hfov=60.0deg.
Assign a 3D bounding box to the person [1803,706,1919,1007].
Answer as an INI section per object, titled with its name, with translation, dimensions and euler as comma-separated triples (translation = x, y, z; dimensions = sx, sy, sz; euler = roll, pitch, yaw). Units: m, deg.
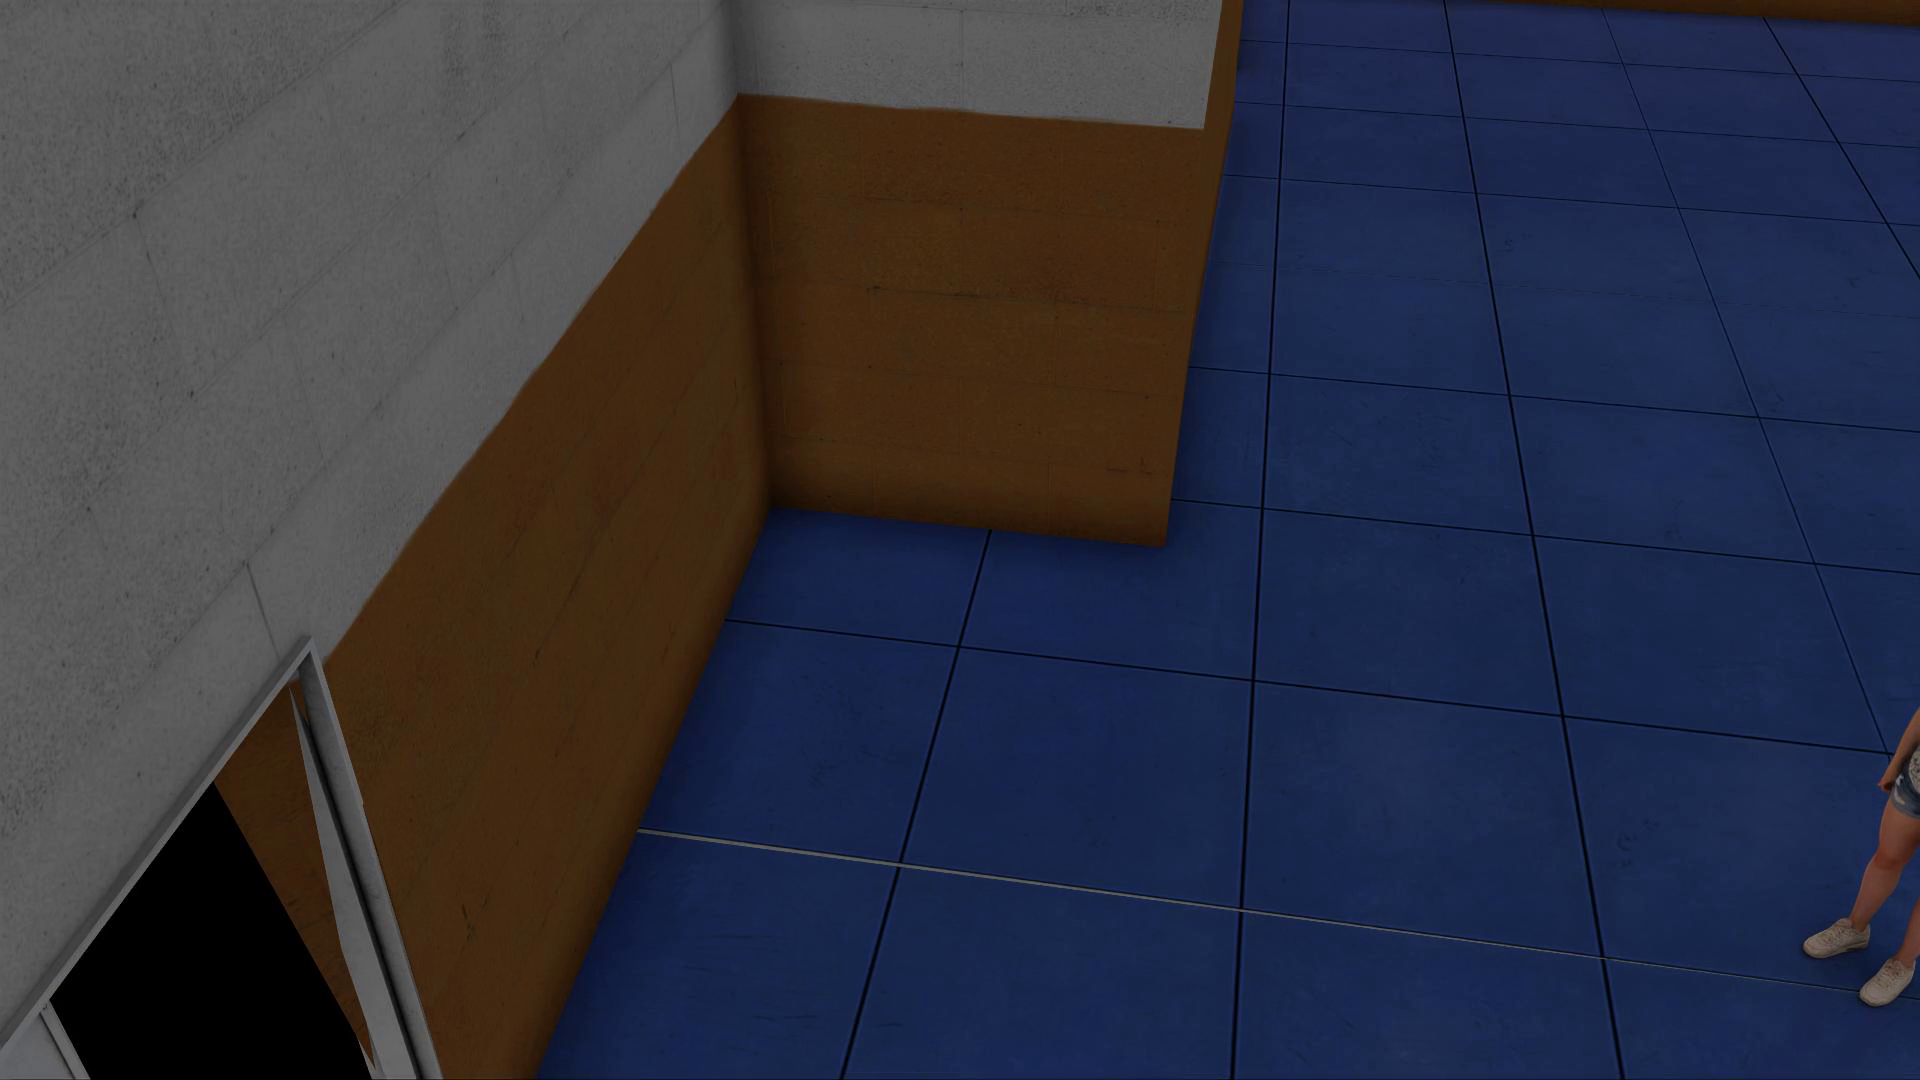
[person]
translation = 3.344, 0.882, 5.611
dimensions = 0.690, 1.759, 0.660
euler = -17, 40, -21
